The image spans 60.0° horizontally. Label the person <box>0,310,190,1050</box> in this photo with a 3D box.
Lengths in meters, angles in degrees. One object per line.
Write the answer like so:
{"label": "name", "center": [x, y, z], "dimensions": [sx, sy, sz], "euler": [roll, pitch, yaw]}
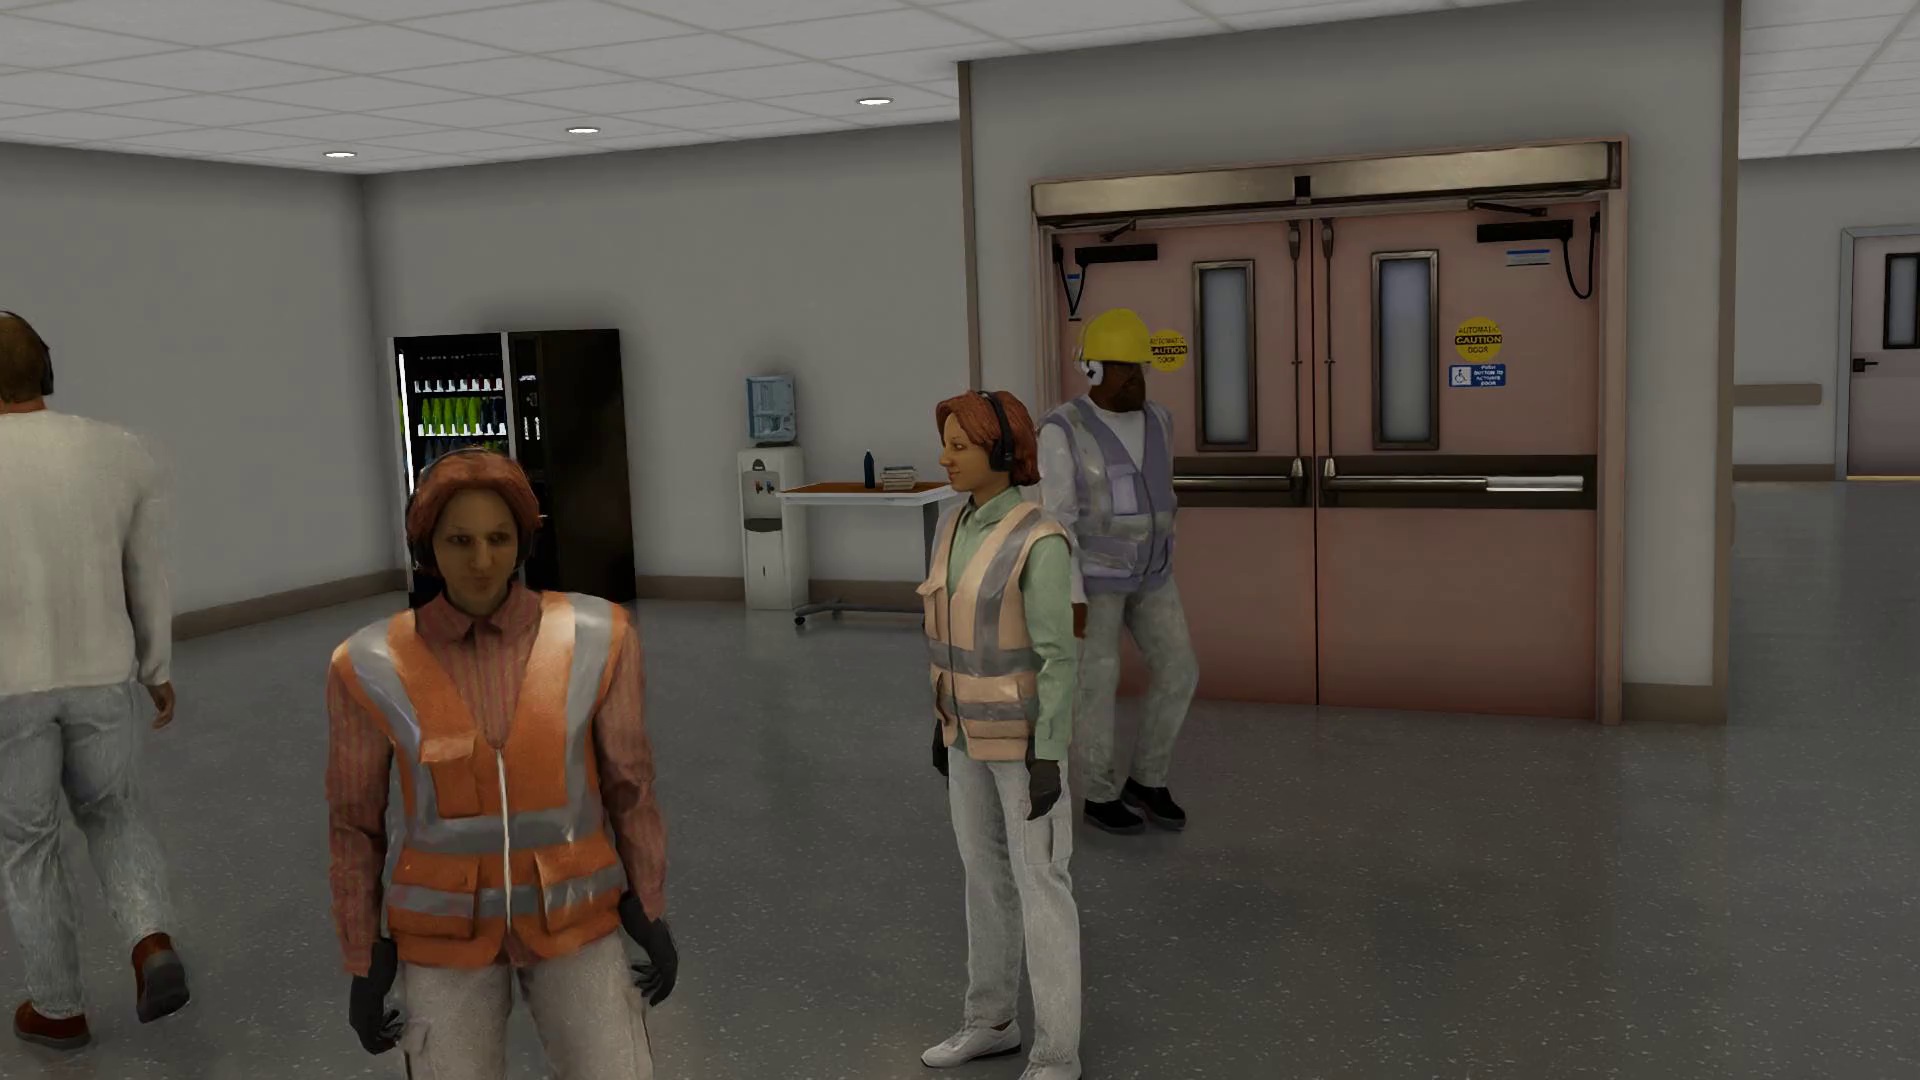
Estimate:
{"label": "person", "center": [-2.307, 0.378, 4.234], "dimensions": [0.525, 1.922, 0.642], "euler": [4, 10, 41]}

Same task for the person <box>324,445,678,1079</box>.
{"label": "person", "center": [-0.734, 0.656, 2.702], "dimensions": [0.536, 1.626, 0.401], "euler": [-4, 8, -15]}

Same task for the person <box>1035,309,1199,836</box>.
{"label": "person", "center": [0.572, 0.125, 5.683], "dimensions": [0.610, 1.811, 0.515], "euler": [-7, 9, -33]}

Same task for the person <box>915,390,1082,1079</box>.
{"label": "person", "center": [0.096, 0.473, 3.842], "dimensions": [0.309, 1.641, 0.515], "euler": [-7, 9, -32]}
